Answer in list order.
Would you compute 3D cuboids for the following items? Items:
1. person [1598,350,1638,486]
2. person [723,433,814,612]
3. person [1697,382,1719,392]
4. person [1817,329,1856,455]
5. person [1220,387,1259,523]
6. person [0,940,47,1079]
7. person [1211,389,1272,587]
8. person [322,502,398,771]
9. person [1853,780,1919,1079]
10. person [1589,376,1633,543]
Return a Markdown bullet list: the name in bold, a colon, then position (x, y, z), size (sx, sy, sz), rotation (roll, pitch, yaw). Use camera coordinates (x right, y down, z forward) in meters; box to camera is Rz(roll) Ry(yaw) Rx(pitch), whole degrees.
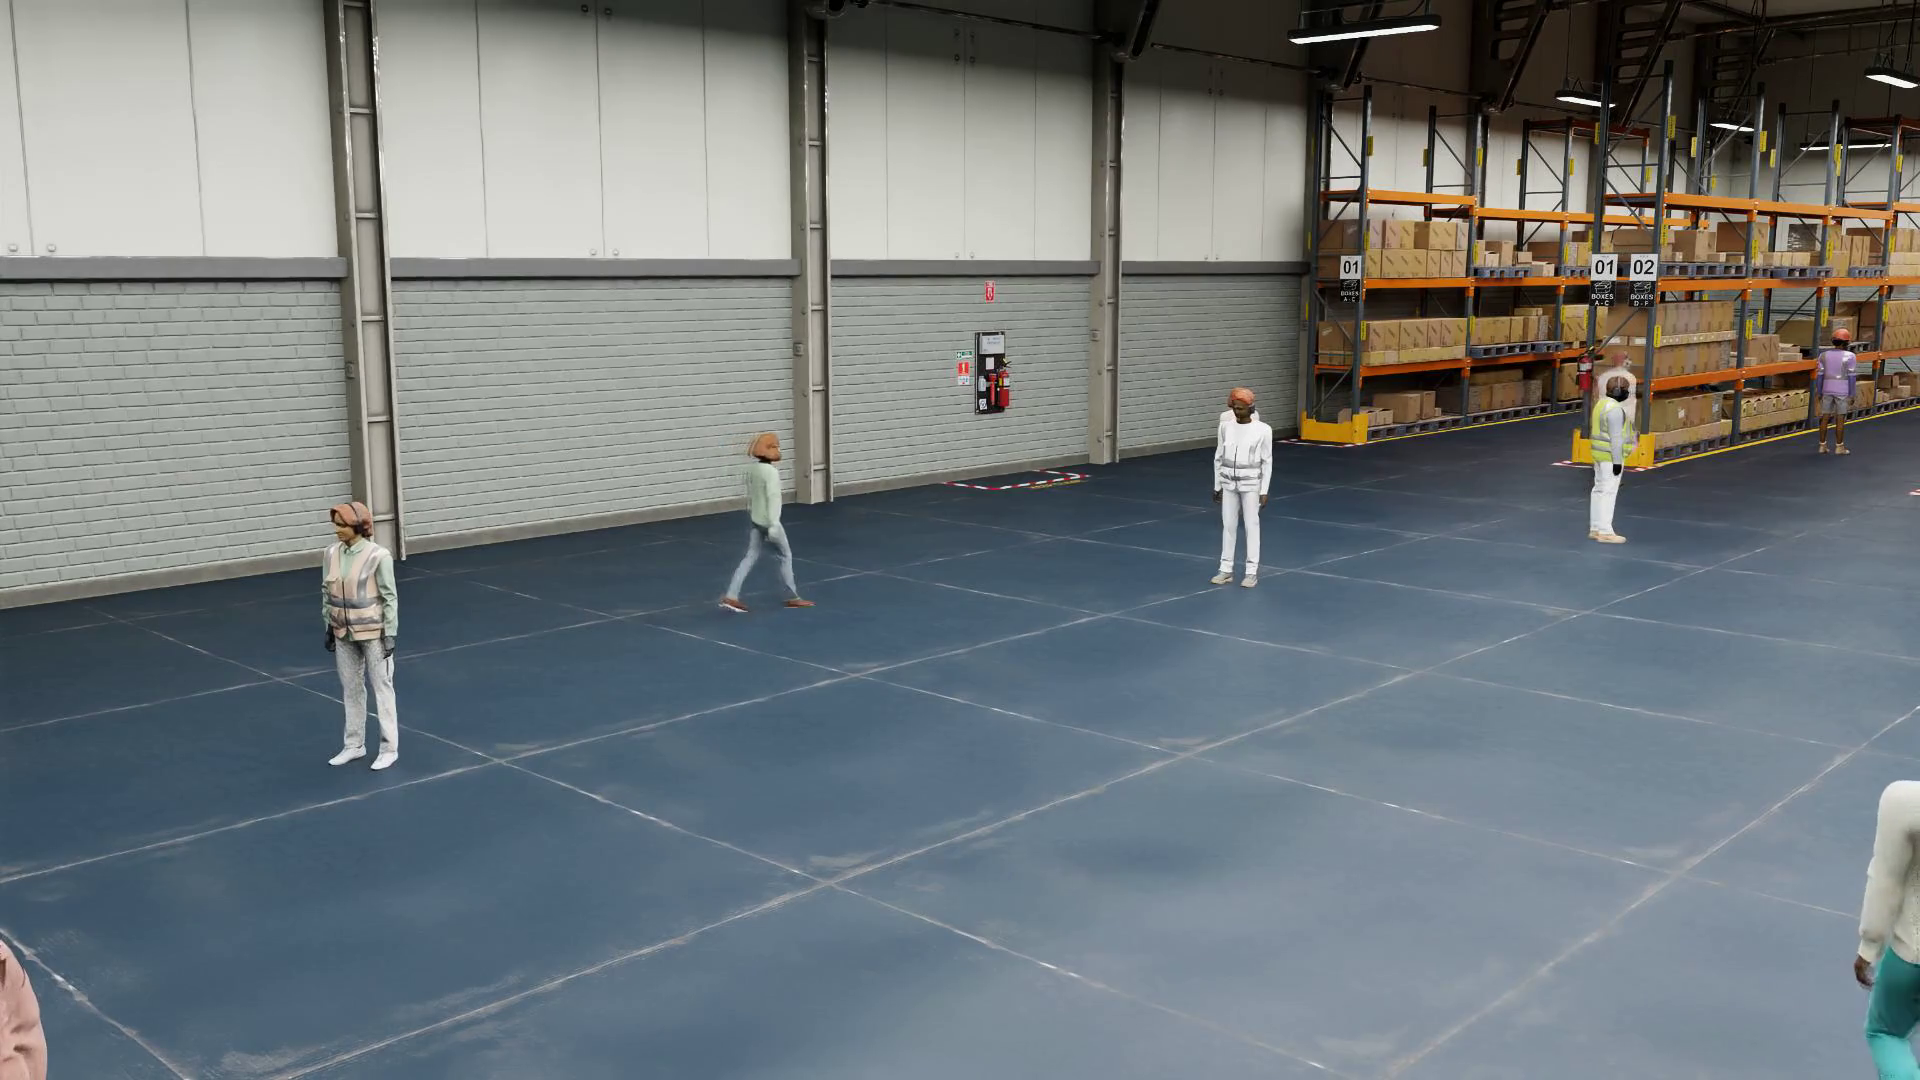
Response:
- **person**: position (9.075, -1.658, 22.896), size (0.419, 1.892, 0.673), rotation (-4, 10, -21)
- **person**: position (-1.728, -0.156, 14.663), size (0.832, 1.593, 0.510), rotation (-6, 11, -32)
- **person**: position (15.481, -3.547, 34.294), size (0.733, 1.942, 0.611), rotation (-7, 12, -37)
- **person**: position (14.183, -2.390, 26.912), size (0.381, 2.045, 0.605), rotation (-7, 12, -36)
- **person**: position (3.300, -0.993, 19.685), size (0.503, 1.624, 0.302), rotation (-2, 9, -10)
- **person**: position (-2.341, 1.455, 3.890), size (0.636, 1.911, 0.406), rotation (5, 11, 29)
- **person**: position (2.677, -0.496, 15.841), size (0.572, 1.887, 0.353), rotation (6, 11, 34)
- **person**: position (-3.624, 0.578, 10.061), size (0.521, 1.636, 0.311), rotation (4, 10, 21)
- **person**: position (3.134, 1.307, 5.250), size (0.552, 1.750, 0.424), rotation (2, 10, 13)
- **person**: position (7.216, -0.896, 18.427), size (0.429, 1.839, 0.634), rotation (1, 9, 4)
